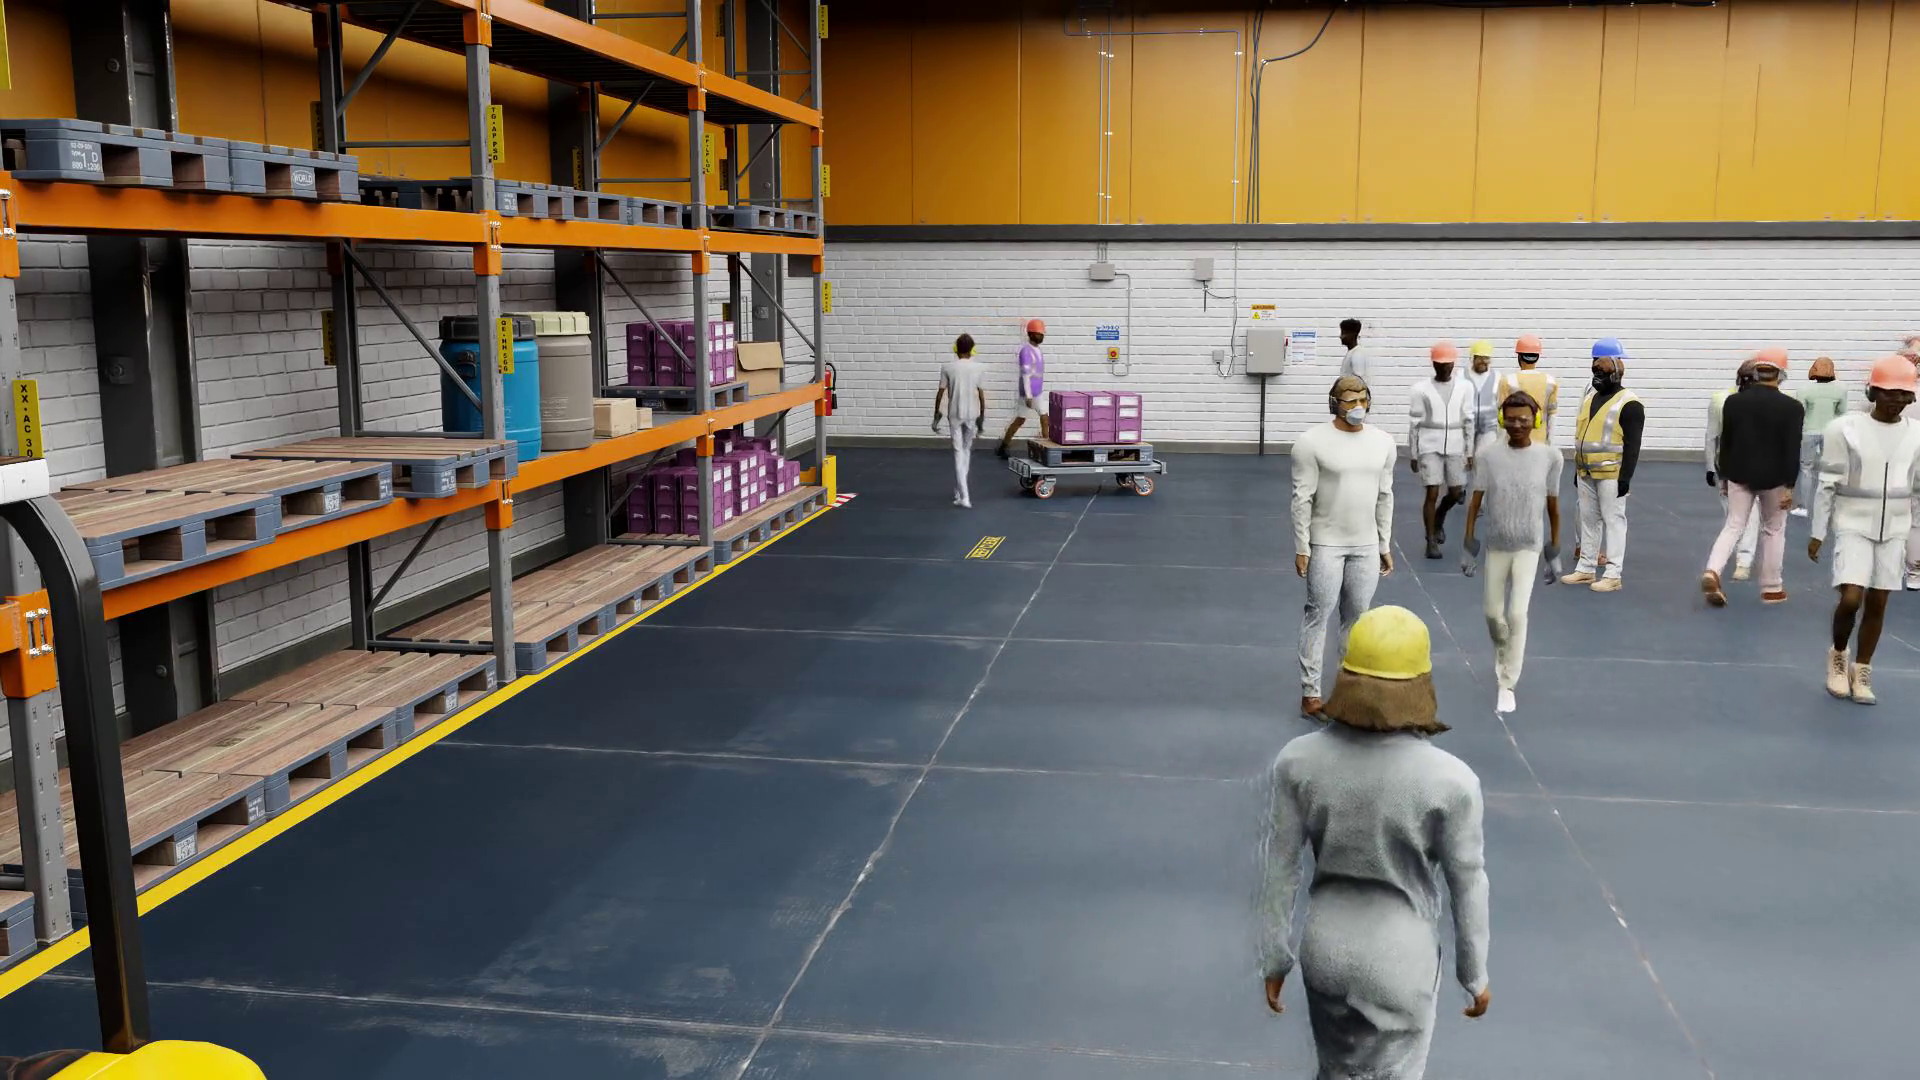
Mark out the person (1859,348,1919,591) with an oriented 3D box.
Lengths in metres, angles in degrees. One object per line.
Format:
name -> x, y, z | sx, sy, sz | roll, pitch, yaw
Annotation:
person -> 7.369, -0.550, 13.071 | 0.643, 1.903, 0.399 | 3, 10, 20

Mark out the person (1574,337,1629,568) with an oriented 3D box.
person -> 5.433, -0.750, 14.155 | 0.389, 1.949, 0.603 | 3, 10, 16

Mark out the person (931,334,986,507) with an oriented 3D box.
person -> -0.017, -1.296, 17.926 | 0.546, 1.815, 0.924 | -3, 10, -16

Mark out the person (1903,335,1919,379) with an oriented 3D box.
person -> 9.557, -1.142, 16.871 | 0.670, 1.856, 0.976 | 3, 10, 16

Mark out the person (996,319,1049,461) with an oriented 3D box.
person -> 0.911, -1.952, 21.776 | 0.999, 1.891, 0.565 | 5, 10, 27

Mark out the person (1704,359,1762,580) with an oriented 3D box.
person -> 6.531, -0.610, 13.797 | 0.642, 1.801, 0.894 | 7, 11, 35

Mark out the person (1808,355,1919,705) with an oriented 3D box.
person -> 5.263, -0.045, 9.562 | 0.649, 2.028, 0.432 | 1, 9, 9

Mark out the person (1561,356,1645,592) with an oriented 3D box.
person -> 5.050, -0.523, 13.088 | 0.429, 1.843, 0.629 | -3, 10, -19

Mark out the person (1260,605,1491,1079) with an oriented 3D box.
person -> 1.029, 1.001, 4.030 | 0.503, 1.721, 0.638 | 6, 11, 35

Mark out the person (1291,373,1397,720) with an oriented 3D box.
person -> 2.152, 0.038, 9.332 | 0.632, 1.939, 0.372 | -3, 10, -16

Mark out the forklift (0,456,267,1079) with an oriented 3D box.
forklift -> -2.328, 0.975, 2.765 | 2.313, 2.155, 1.214 | 1, 9, 9

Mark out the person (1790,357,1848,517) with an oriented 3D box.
person -> 8.743, -1.046, 16.953 | 0.502, 1.633, 0.279 | 1, 9, 6

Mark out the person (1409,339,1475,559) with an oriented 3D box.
person -> 4.212, -0.807, 14.610 | 0.580, 1.916, 0.609 | 0, 9, -1

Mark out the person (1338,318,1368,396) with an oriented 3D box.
person -> 4.676, -1.654, 19.701 | 0.494, 1.952, 0.634 | 1, 9, 6

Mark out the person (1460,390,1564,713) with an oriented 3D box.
person -> 3.222, 0.032, 9.700 | 0.562, 1.842, 0.775 | 4, 10, 23

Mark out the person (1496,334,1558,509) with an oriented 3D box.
person -> 5.088, -0.885, 15.025 | 0.551, 1.936, 0.359 | -1, 9, -4

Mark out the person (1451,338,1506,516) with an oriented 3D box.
person -> 5.317, -1.169, 17.125 | 0.612, 1.816, 0.565 | 2, 9, 12

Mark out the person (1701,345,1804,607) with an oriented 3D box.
person -> 5.900, -0.462, 12.379 | 0.882, 1.966, 0.633 | -8, 12, -41
